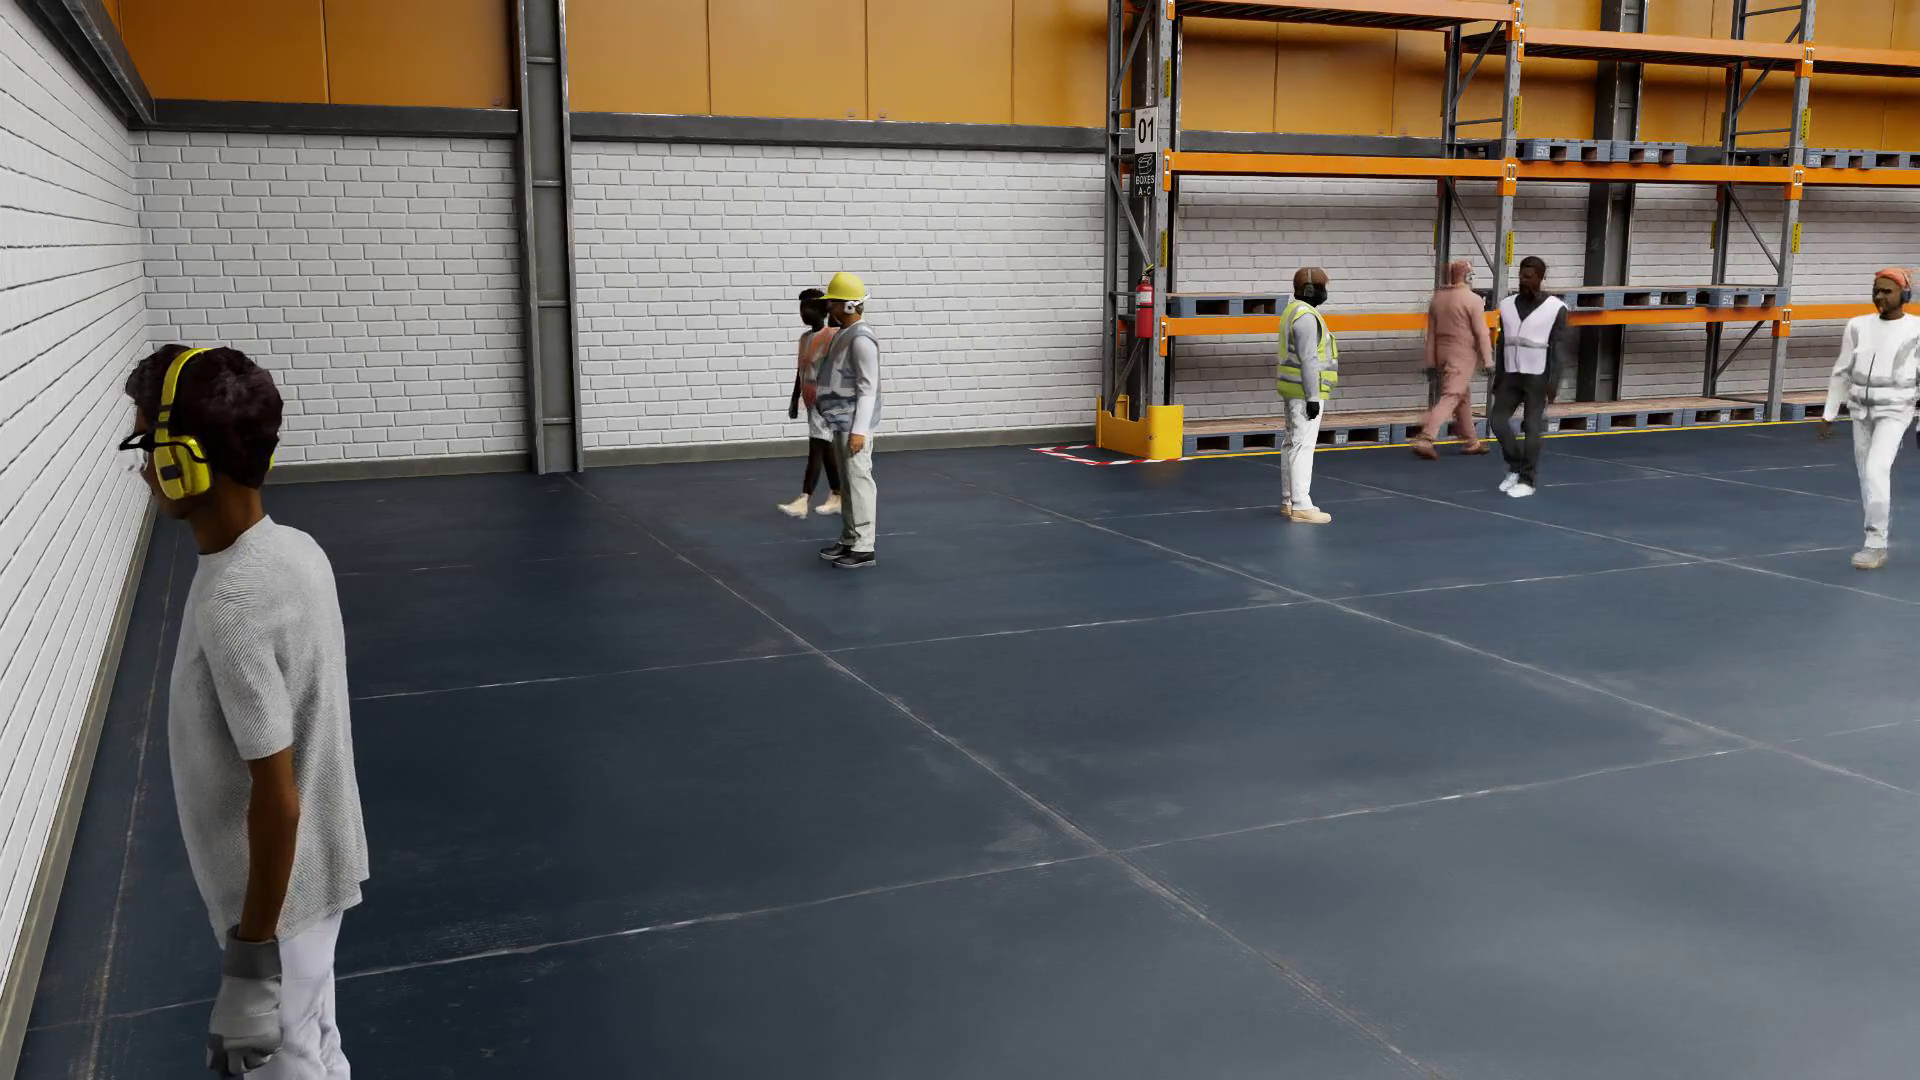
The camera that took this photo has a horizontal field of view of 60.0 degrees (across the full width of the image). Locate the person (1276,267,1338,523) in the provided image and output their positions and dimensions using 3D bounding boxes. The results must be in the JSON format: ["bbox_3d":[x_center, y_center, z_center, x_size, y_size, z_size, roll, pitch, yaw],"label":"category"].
[{"bbox_3d":[2.519,-1.054,12.088,0.429,1.844,0.627,0,10,0],"label":"person"}]

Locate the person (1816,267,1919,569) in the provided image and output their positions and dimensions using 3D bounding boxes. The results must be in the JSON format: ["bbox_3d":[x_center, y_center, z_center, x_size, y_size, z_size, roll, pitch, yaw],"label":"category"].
[{"bbox_3d":[5.662,-0.751,10.345,0.666,1.861,0.583,-5,11,-25],"label":"person"}]

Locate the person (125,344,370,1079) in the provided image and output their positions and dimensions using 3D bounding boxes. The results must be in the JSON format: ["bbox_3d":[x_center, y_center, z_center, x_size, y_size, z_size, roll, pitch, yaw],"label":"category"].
[{"bbox_3d":[-1.138,0.616,2.719,0.323,1.865,0.518,-2,10,-13],"label":"person"}]

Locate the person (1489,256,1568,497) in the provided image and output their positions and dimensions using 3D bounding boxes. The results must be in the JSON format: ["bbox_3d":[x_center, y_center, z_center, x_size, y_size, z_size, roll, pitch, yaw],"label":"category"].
[{"bbox_3d":[4.492,-1.287,13.192,0.455,1.907,0.617,-8,13,-39],"label":"person"}]

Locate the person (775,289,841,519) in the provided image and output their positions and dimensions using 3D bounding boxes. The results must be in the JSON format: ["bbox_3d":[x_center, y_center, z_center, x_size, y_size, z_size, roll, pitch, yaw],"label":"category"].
[{"bbox_3d":[-1.124,-0.991,12.174,0.684,1.671,0.552,-6,12,-30],"label":"person"}]

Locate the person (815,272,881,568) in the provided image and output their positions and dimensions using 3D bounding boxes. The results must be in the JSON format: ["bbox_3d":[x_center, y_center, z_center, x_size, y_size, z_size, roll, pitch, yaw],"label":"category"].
[{"bbox_3d":[-0.697,-0.744,10.382,0.404,1.835,0.586,-3,11,-16],"label":"person"}]

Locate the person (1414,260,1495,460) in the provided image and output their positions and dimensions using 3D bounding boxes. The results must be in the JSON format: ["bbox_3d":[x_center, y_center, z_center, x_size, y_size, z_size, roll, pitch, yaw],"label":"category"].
[{"bbox_3d":[4.632,-1.674,15.521,1.002,1.862,0.643,-4,11,-19],"label":"person"}]
